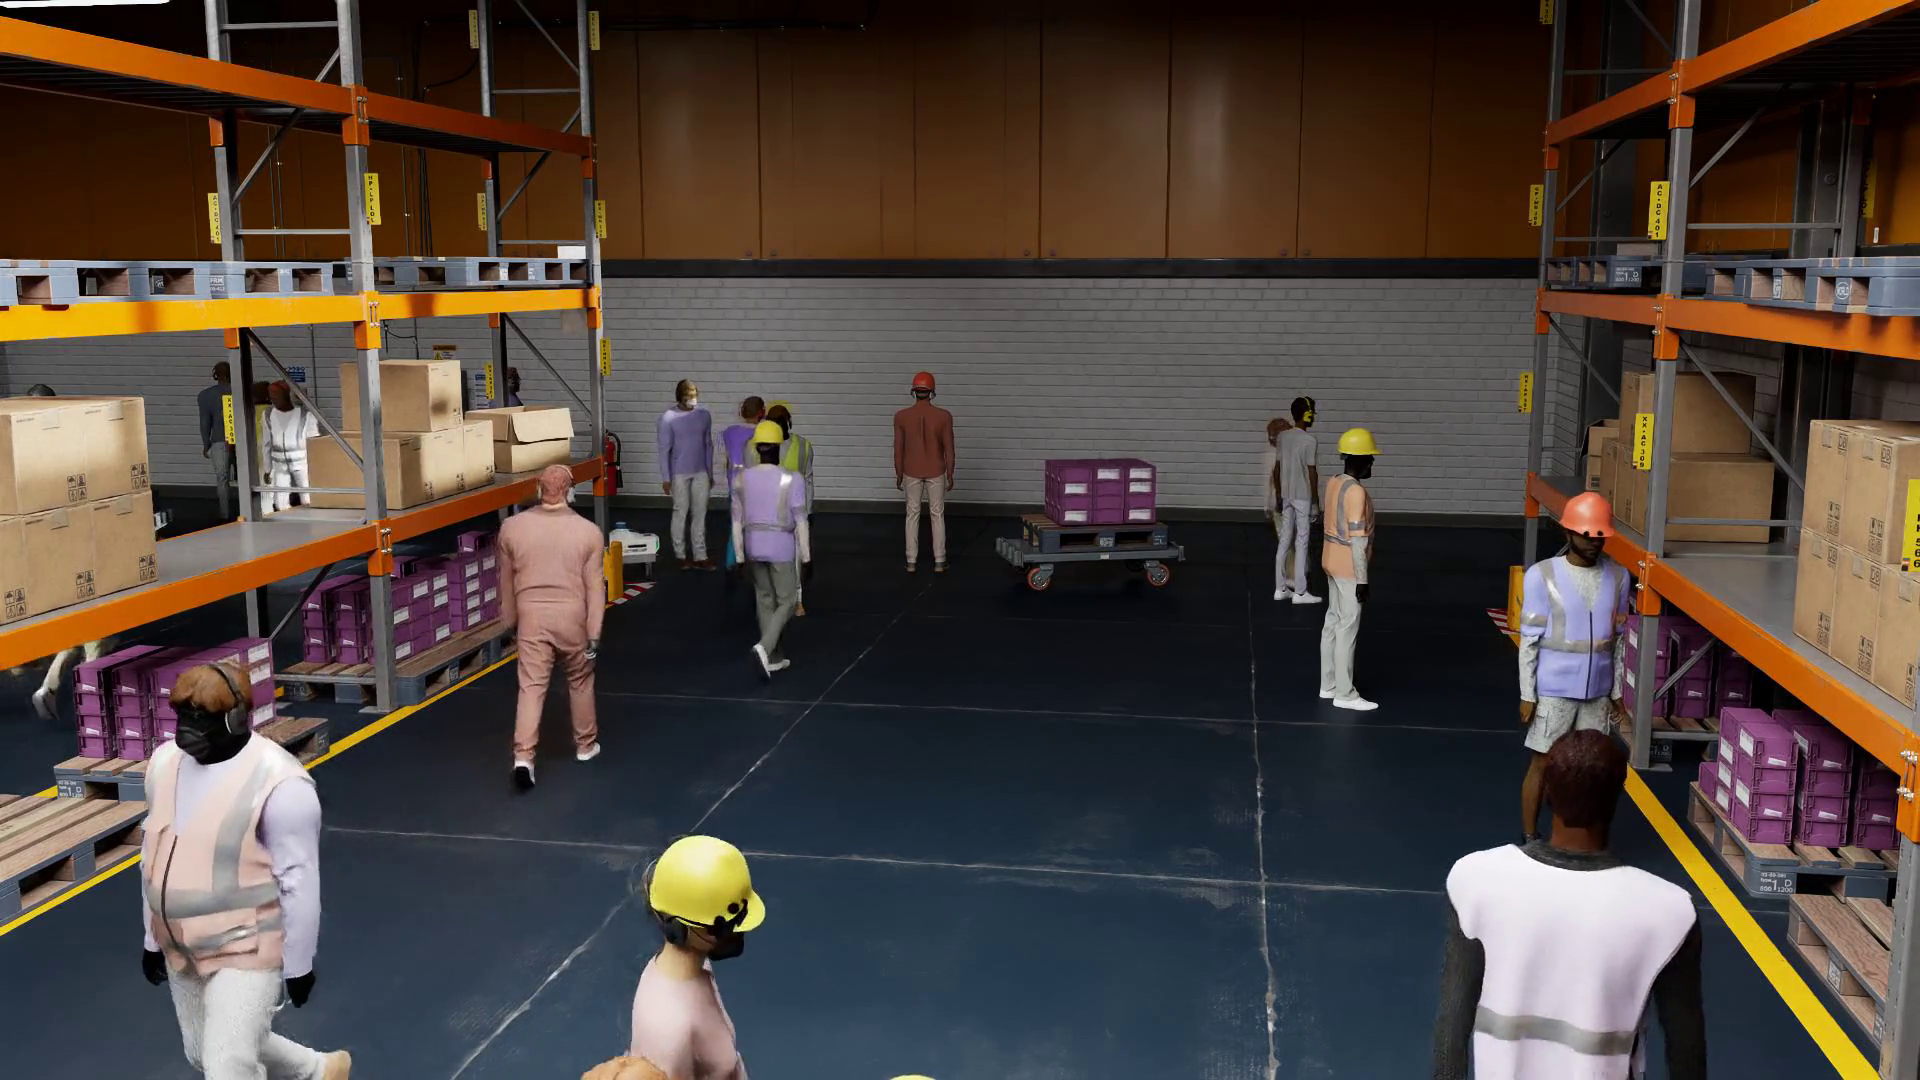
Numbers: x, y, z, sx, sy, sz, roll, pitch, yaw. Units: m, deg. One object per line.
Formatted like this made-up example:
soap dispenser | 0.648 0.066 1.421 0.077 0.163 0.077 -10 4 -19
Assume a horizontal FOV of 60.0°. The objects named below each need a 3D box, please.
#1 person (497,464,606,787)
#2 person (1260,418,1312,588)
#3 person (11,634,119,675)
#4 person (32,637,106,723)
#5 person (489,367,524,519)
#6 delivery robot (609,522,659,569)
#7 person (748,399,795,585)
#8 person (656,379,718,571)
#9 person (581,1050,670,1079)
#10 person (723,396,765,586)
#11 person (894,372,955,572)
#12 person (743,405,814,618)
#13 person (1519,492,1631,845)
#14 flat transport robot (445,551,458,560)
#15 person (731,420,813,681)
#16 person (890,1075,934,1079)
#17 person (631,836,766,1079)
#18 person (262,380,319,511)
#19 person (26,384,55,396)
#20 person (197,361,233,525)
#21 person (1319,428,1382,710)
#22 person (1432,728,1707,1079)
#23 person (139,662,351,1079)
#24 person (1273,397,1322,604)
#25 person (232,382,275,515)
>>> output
person | -2.404 0.487 9.790 0.646 1.870 0.943 0 9 0
person | 3.068 -0.339 15.607 0.537 1.616 0.366 -3 10 -16
person | -6.876 -0.011 12.550 0.629 1.955 0.874 2 10 15
person | -5.785 0.326 10.819 0.613 1.851 0.514 3 10 18
person | -5.049 -0.999 18.816 0.407 1.911 0.642 -7 12 -38
delivery robot | -3.278 0.070 16.095 0.707 0.478 0.477 -4 10 -22
person | -1.747 -0.414 15.563 0.628 1.802 0.763 5 11 29
person | -2.706 -0.640 16.583 0.644 1.934 0.424 -8 12 -42
person | -0.586 1.701 3.006 0.507 1.632 0.273 -1 9 -7
person | -2.017 -0.472 15.893 0.569 1.809 0.880 2 9 14
person | -0.351 -0.672 16.535 0.611 1.995 0.375 0 9 2
person | -1.558 -0.246 14.378 0.627 1.844 0.429 -3 10 -15
person | 3.009 0.721 8.130 0.551 1.932 0.378 -1 9 -8
flat transport robot | -4.802 0.302 15.828 0.652 0.197 1.431 2 9 11
person | -1.399 0.082 12.138 0.606 1.907 0.722 3 10 19
person | -0.073 1.678 2.547 0.600 1.828 0.404 7 12 39
person | -0.574 1.507 3.820 0.579 1.743 0.553 -2 9 -11
person | -6.963 -0.746 17.394 0.694 1.868 0.421 0 9 0
person | -7.751 -0.317 14.201 0.537 2.000 0.678 7 11 36
person | -8.589 -1.132 19.554 0.630 1.937 0.373 -5 11 -30
person | 2.672 0.194 11.398 0.369 1.928 0.586 -1 9 -7
person | 1.541 1.389 4.201 0.615 1.867 0.983 5 10 29
person | -2.248 1.246 5.255 0.631 1.820 0.751 5 10 27
person | 3.046 -0.359 15.004 0.309 1.864 0.535 -6 11 -33
person | -7.441 -0.809 17.977 0.627 1.795 0.948 2 9 11
